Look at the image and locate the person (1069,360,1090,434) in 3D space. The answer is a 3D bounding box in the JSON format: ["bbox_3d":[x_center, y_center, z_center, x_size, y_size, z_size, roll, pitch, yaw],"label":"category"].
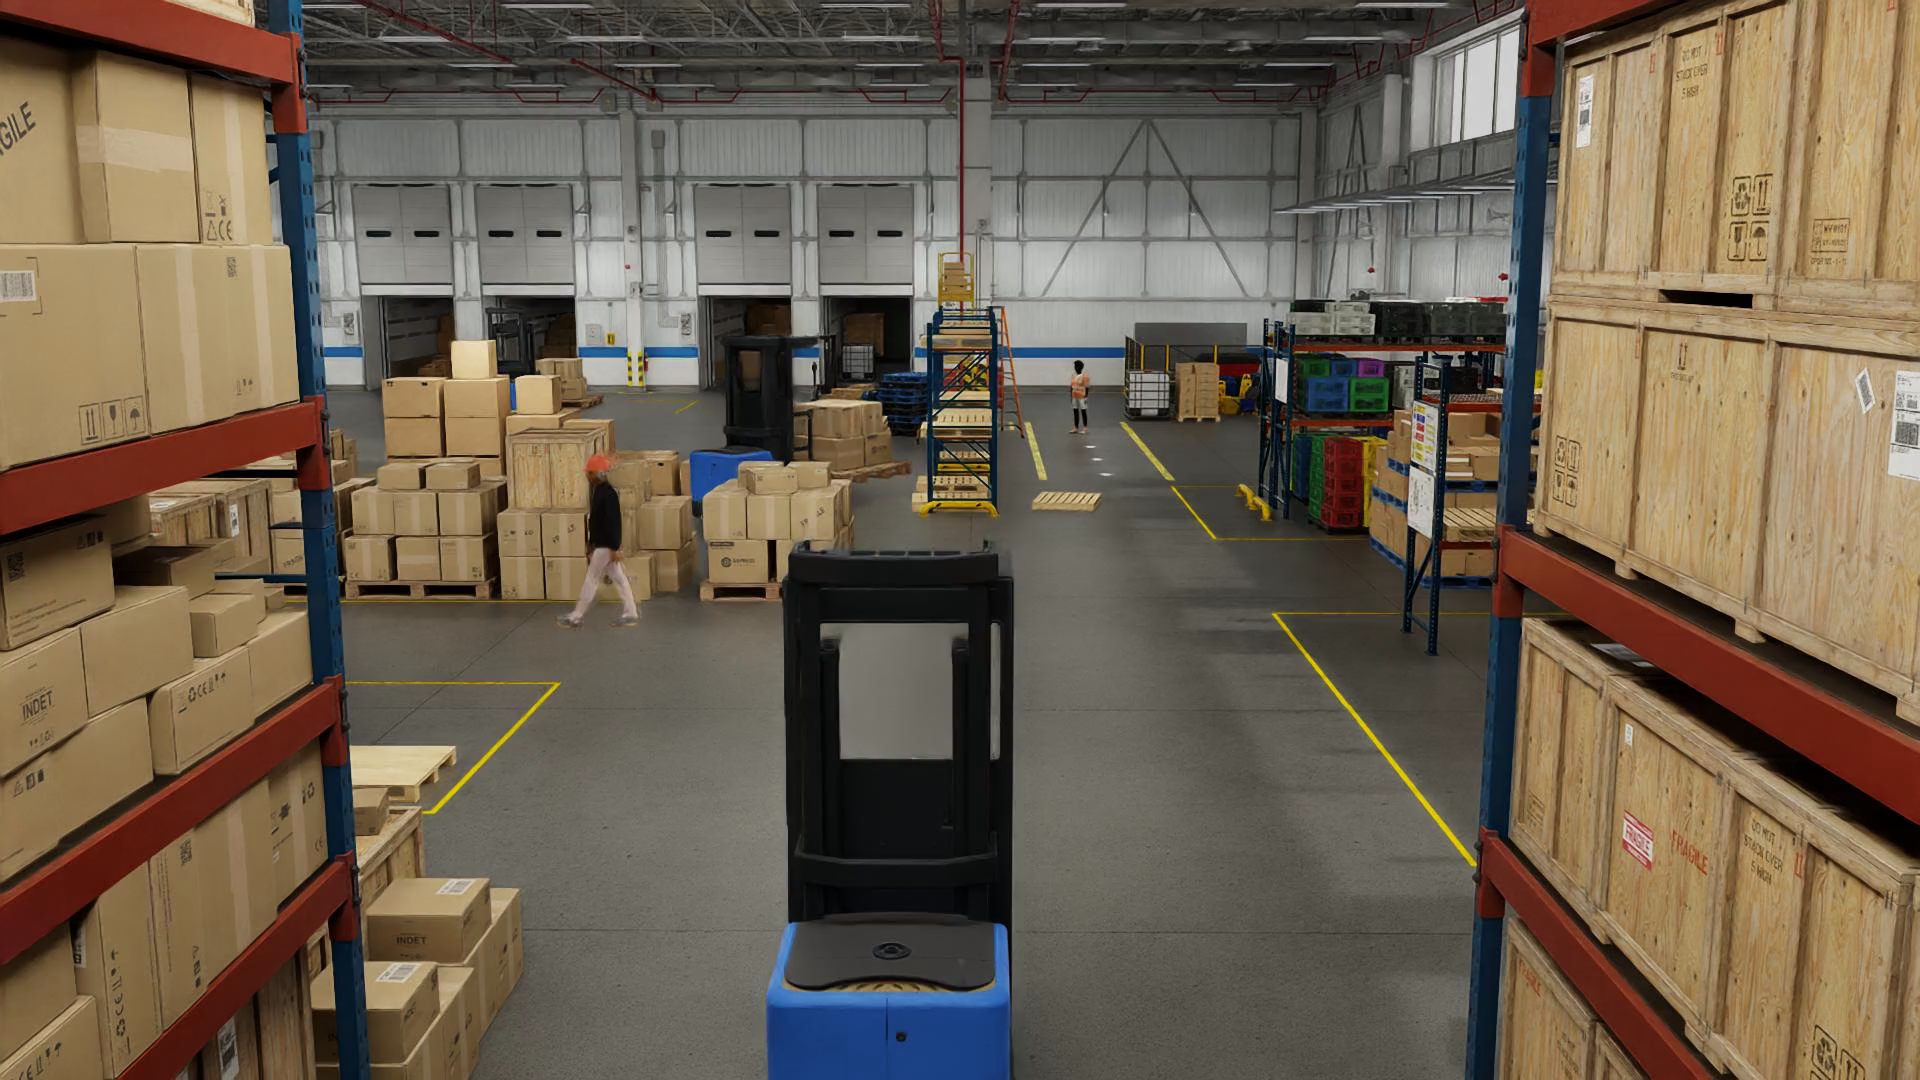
[{"bbox_3d":[2.720,-3.251,37.862,0.320,1.698,0.538,-9,13,-42],"label":"person"}]

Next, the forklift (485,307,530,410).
[{"bbox_3d":[-10.754,-4.150,39.646,1.129,2.768,1.873,0,10,1],"label":"forklift"}]

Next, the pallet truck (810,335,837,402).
[{"bbox_3d":[-3.021,-4.312,43.126,1.885,1.965,0.823,3,10,17],"label":"pallet truck"}]

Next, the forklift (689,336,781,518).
[{"bbox_3d":[-3.260,-1.779,25.967,1.129,2.768,1.873,7,12,34],"label":"forklift"}]

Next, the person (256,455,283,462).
[{"bbox_3d":[-10.465,-1.206,25.456,0.831,1.906,0.651,2,10,9],"label":"person"}]

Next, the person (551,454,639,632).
[{"bbox_3d":[-3.996,0.038,18.163,0.988,1.942,0.652,-3,10,-18],"label":"person"}]

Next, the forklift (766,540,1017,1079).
[{"bbox_3d":[-0.292,1.390,7.683,1.129,2.768,1.873,0,10,1],"label":"forklift"}]
